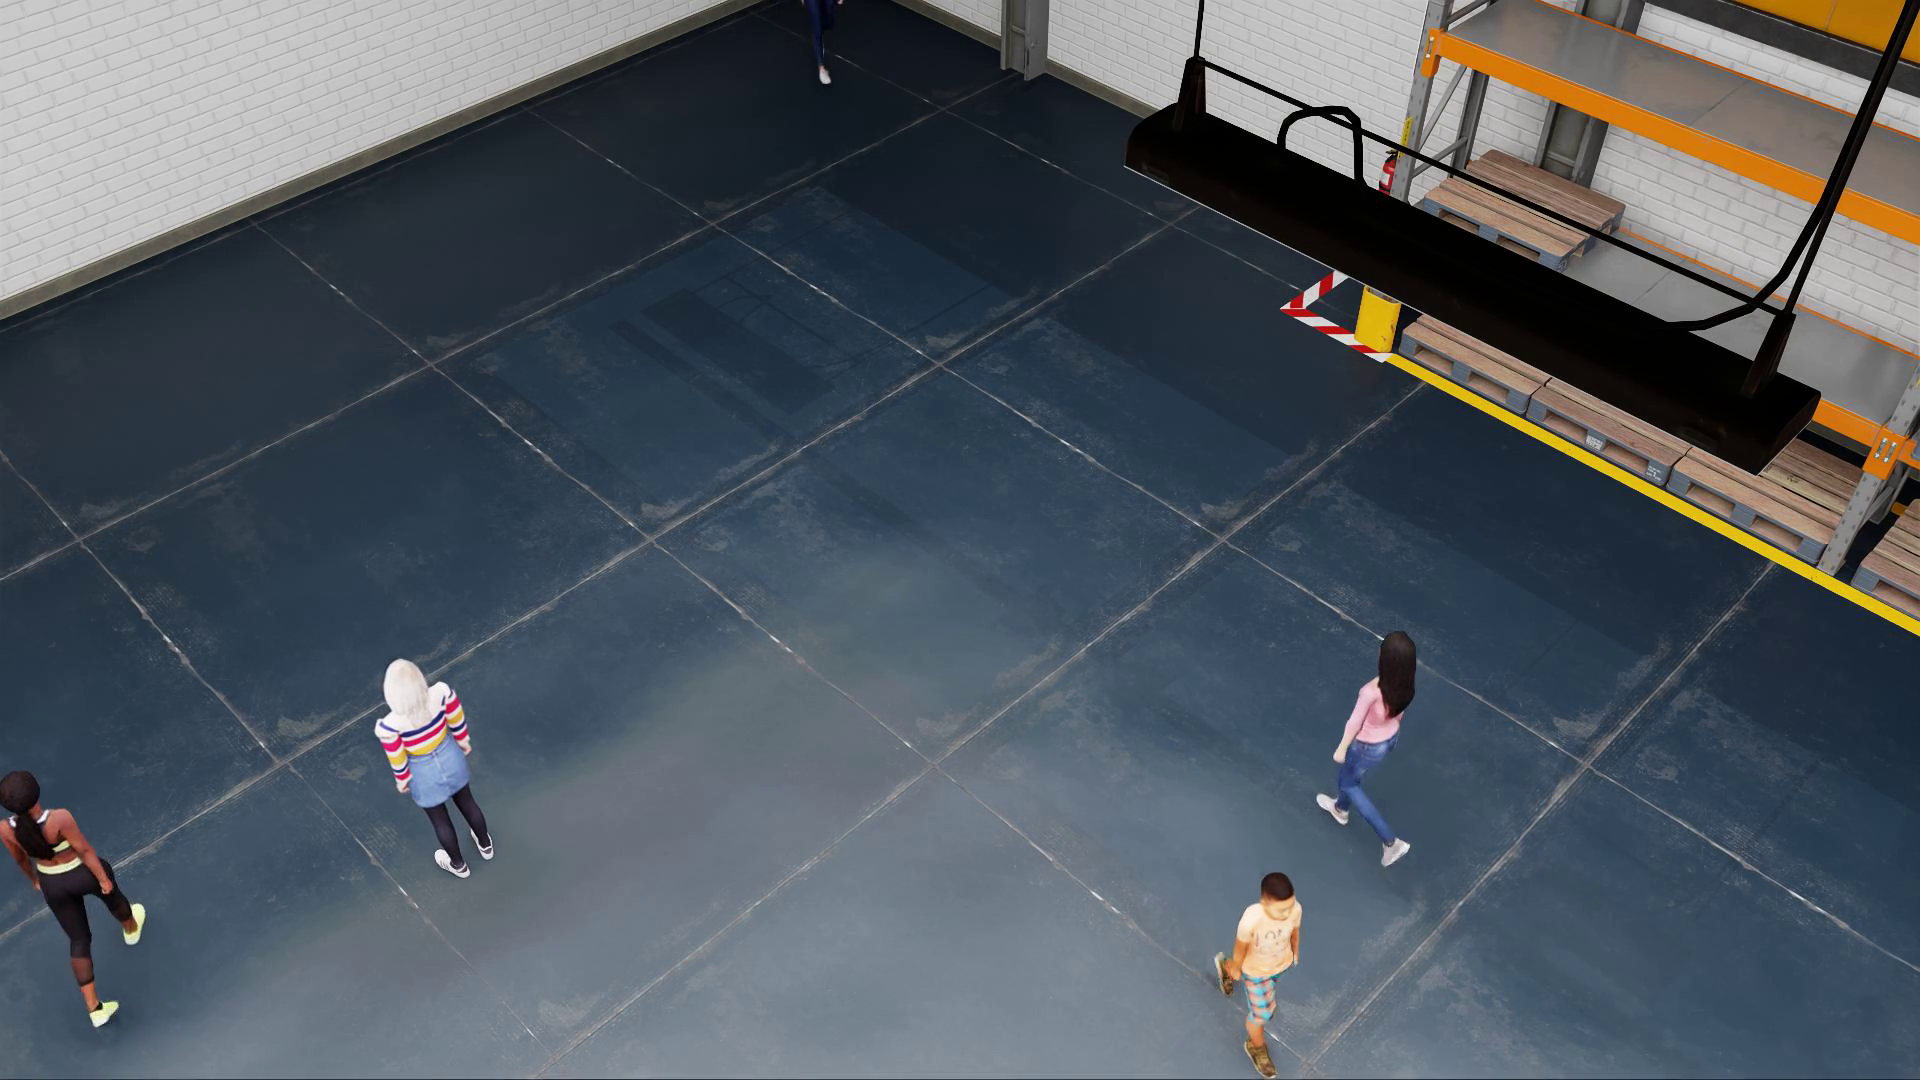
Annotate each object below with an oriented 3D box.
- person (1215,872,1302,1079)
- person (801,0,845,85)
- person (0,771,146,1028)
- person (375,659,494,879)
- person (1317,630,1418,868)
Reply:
[{"bbox_3d":[1.600,2.217,8.958,0.721,1.437,1.000,-20,47,-20],"label":"person"},{"bbox_3d":[-1.445,-5.606,16.940,0.904,1.753,1.169,-14,45,-14],"label":"person"},{"bbox_3d":[-4.845,1.938,9.046,0.970,1.720,1.177,-9,44,-9],"label":"person"},{"bbox_3d":[-3.038,1.315,9.636,0.649,1.808,0.502,-34,53,-30],"label":"person"},{"bbox_3d":[2.463,1.238,9.778,0.649,1.724,0.980,-28,50,-26],"label":"person"}]
